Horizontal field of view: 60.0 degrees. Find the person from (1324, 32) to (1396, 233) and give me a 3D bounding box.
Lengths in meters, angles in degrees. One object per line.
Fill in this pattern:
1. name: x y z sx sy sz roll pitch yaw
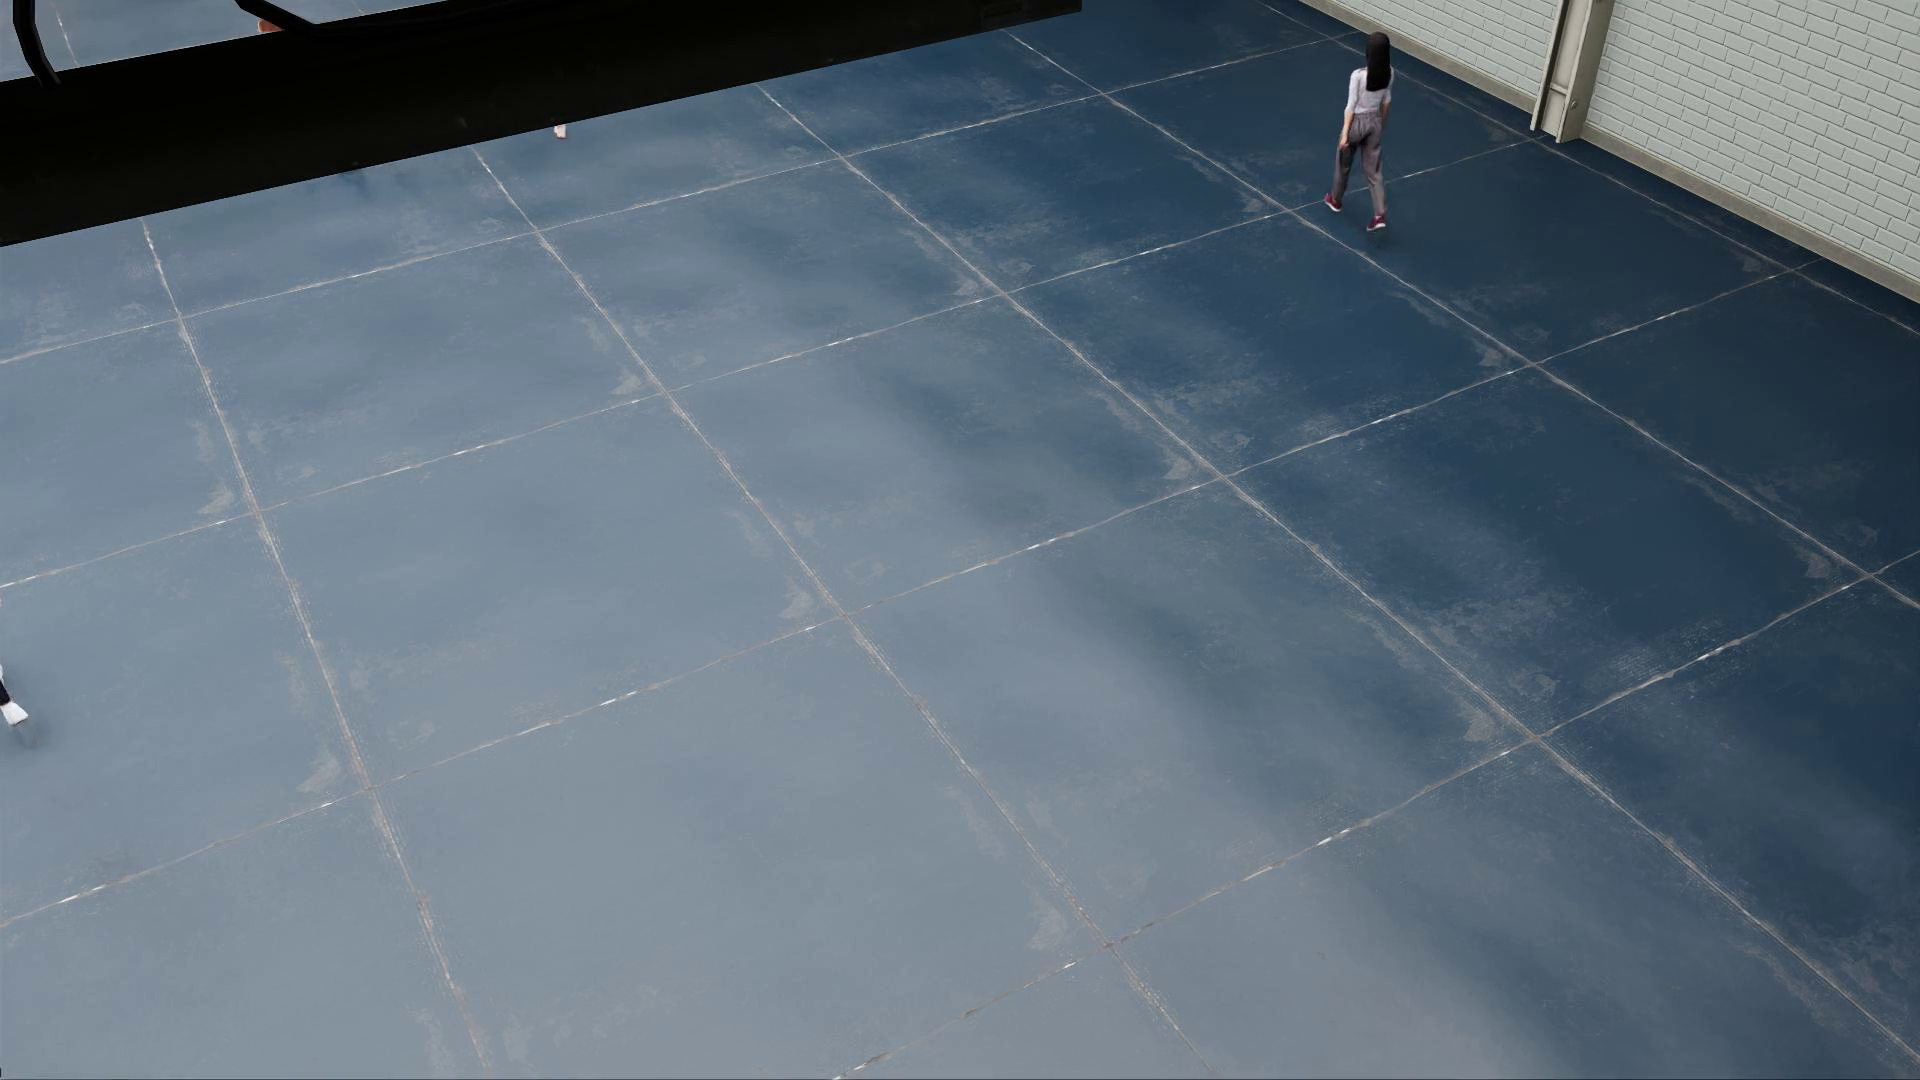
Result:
1. person: 3.506 -3.442 14.206 0.795 1.697 1.191 -10 39 -13
